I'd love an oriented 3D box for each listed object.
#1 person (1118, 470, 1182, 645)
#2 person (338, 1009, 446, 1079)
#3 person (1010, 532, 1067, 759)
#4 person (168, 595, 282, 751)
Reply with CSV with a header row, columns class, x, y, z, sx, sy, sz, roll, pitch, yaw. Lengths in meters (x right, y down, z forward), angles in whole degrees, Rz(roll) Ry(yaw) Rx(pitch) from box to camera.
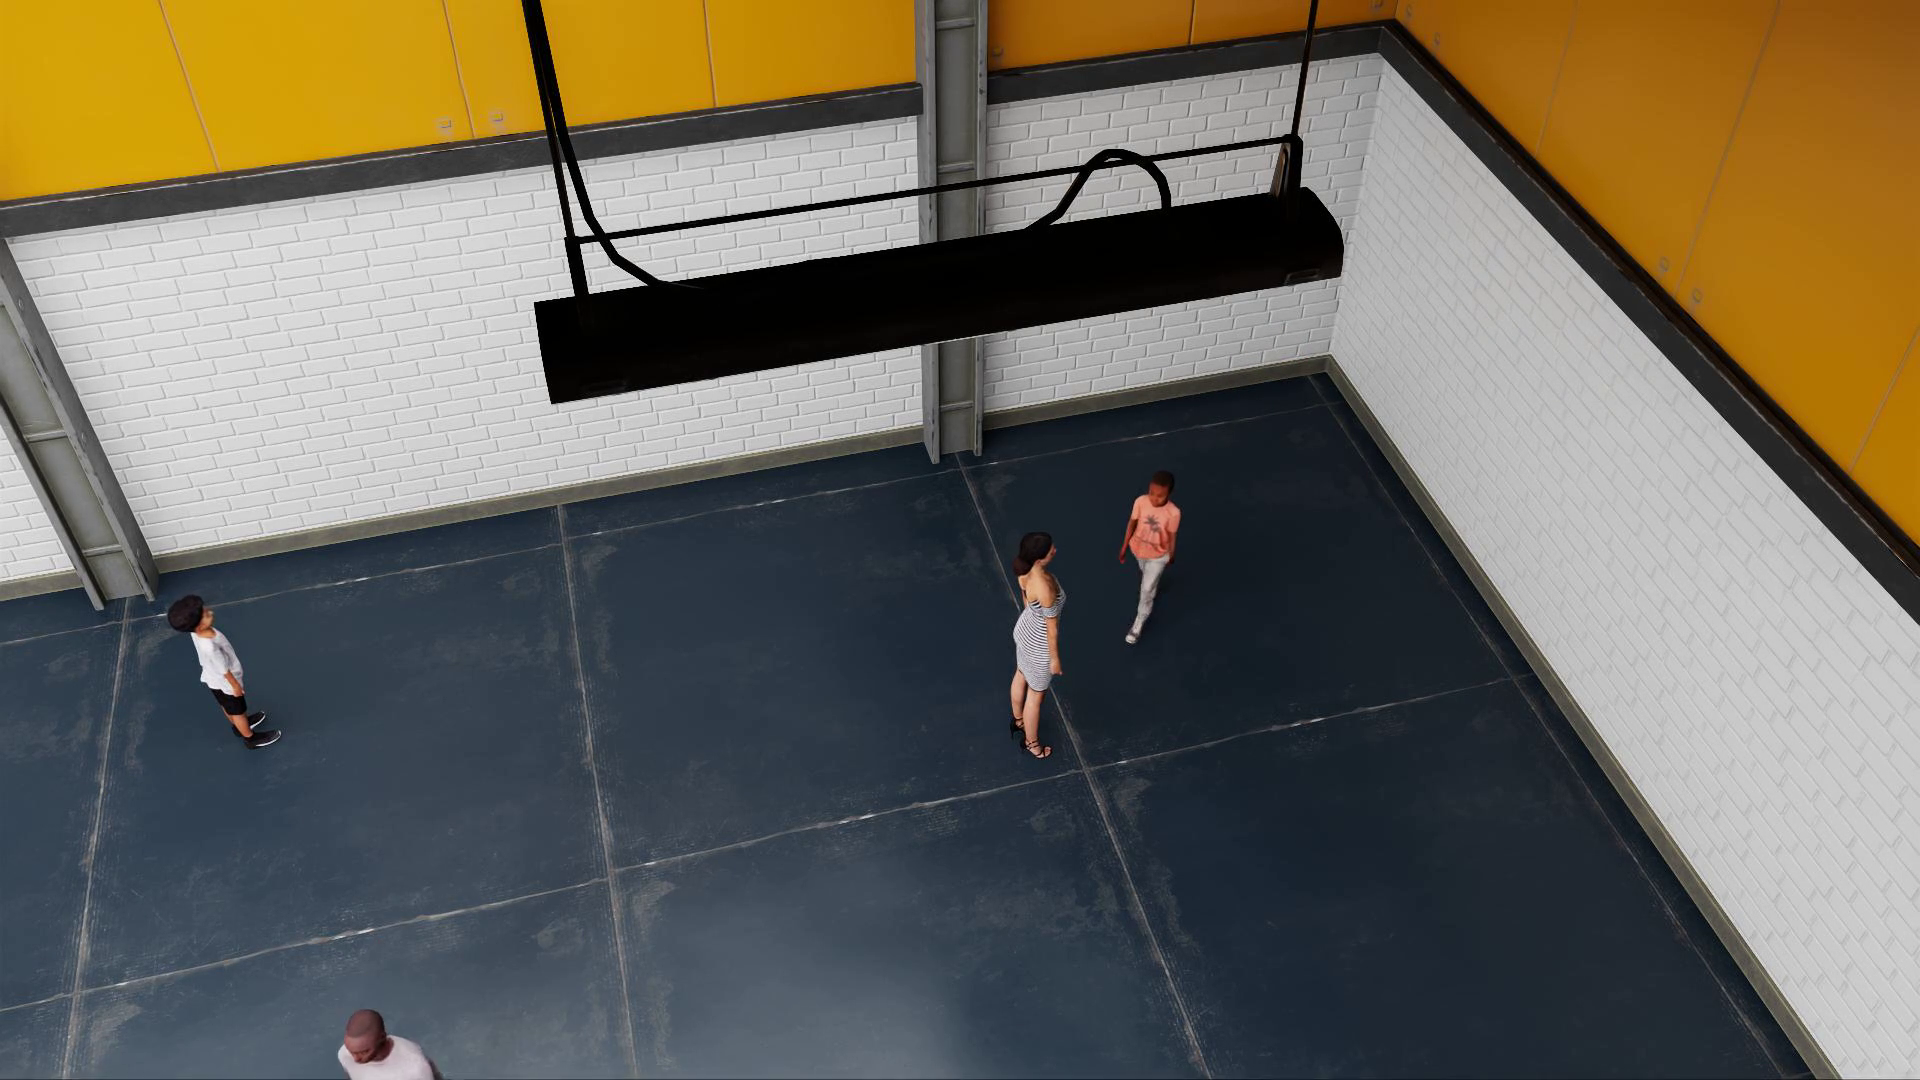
class,x,y,z,sx,sy,sz,roll,pitch,yaw
person,1.300,0.005,11.118,0.848,1.293,0.939,25,49,24
person,-2.585,2.673,7.995,1.089,1.739,0.959,4,44,5
person,0.449,0.634,10.076,0.541,1.822,0.604,-13,45,-14
person,-4.579,0.813,10.291,0.621,1.265,0.576,-32,52,-29
